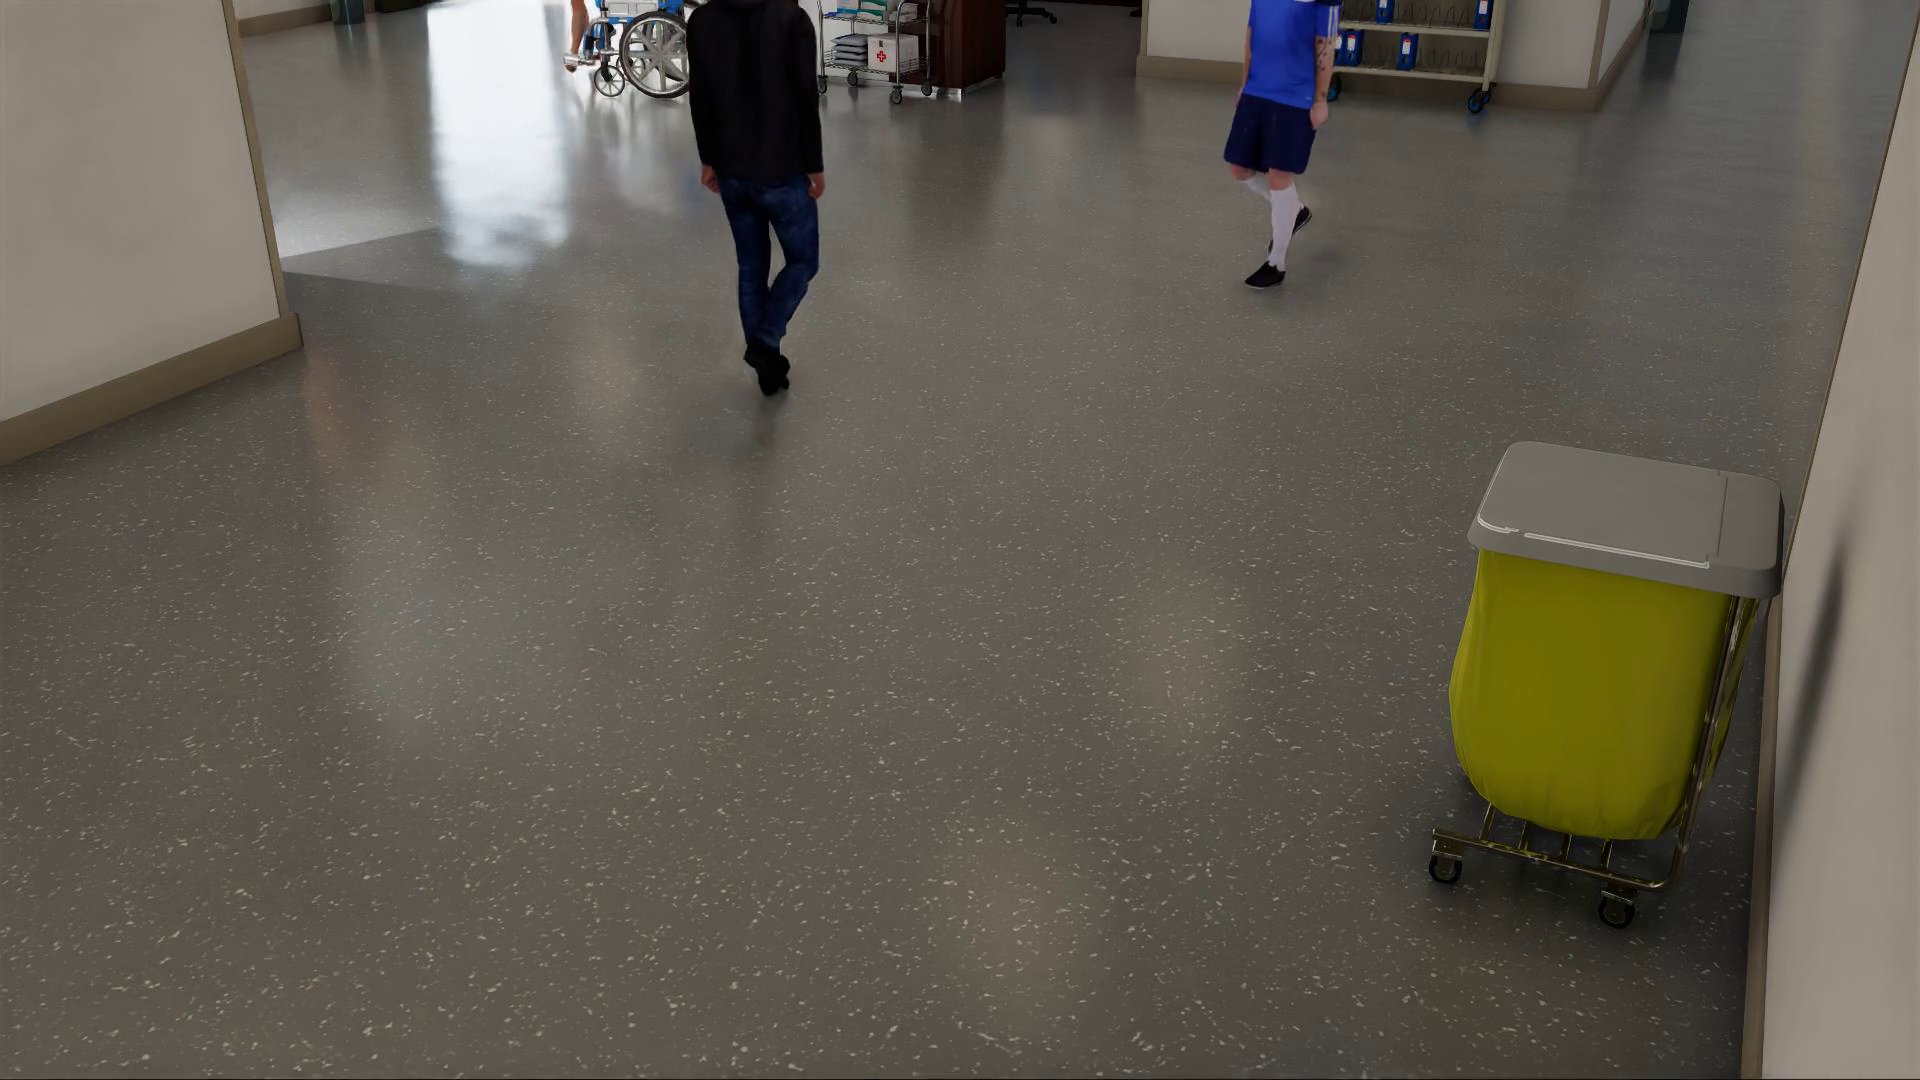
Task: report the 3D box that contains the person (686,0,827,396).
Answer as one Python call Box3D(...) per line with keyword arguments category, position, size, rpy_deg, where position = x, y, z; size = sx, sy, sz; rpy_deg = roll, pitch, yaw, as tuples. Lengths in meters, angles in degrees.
Box3D(category="person", position=(-0.803, -1.430, 6.491), size=(0.845, 1.881, 0.848), rpy_deg=(6, 26, 12))

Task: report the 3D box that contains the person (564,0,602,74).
Box3D(category="person", position=(-3.088, -4.659, 13.356), size=(1.119, 1.733, 0.911), rpy_deg=(3, 26, 6))

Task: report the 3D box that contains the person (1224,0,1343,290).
Box3D(category="person", position=(1.612, -2.146, 8.038), size=(0.929, 1.827, 0.906), rpy_deg=(-19, 32, -34))
